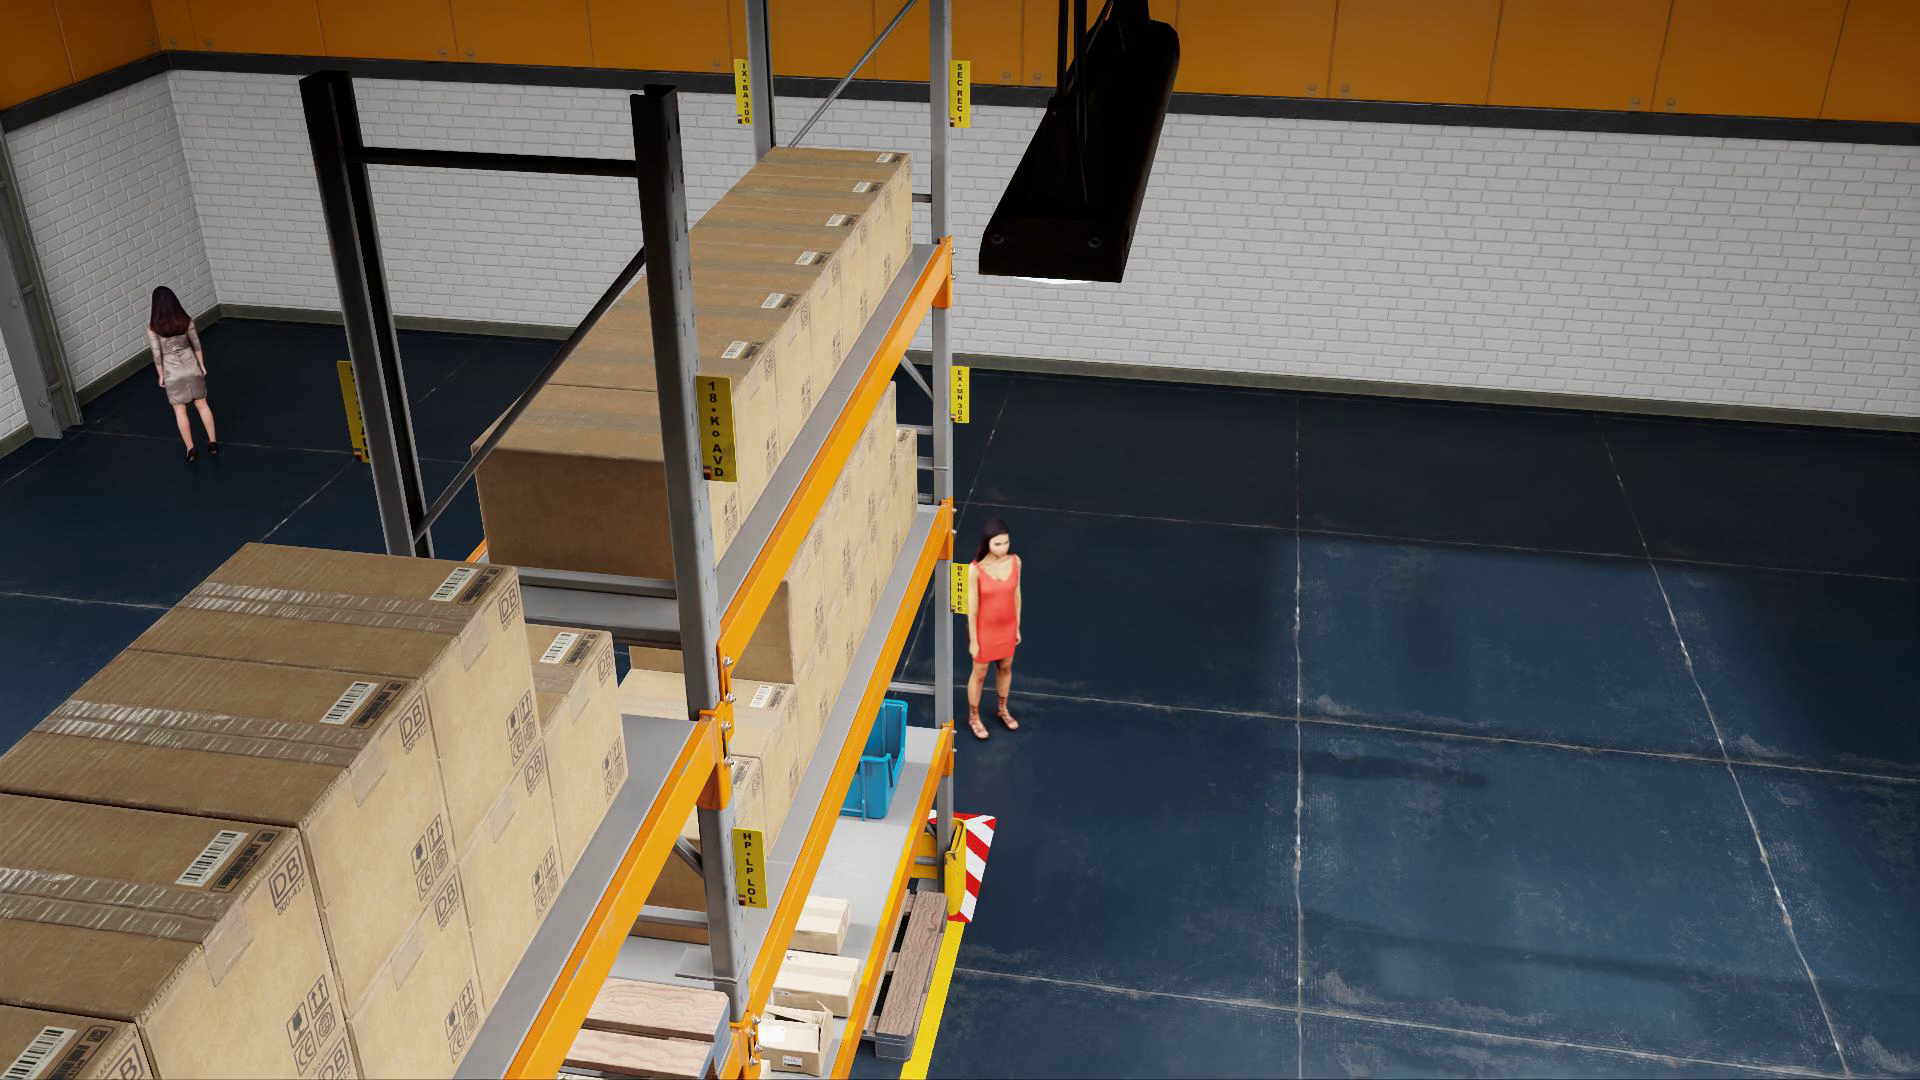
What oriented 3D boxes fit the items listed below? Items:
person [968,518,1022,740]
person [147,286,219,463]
[{"bbox_3d":[0.232,0.615,11.755,0.650,1.716,0.683,-14,31,-23],"label":"person"},{"bbox_3d":[-7.350,-1.565,15.718,0.641,1.747,0.719,-22,35,-34],"label":"person"}]
